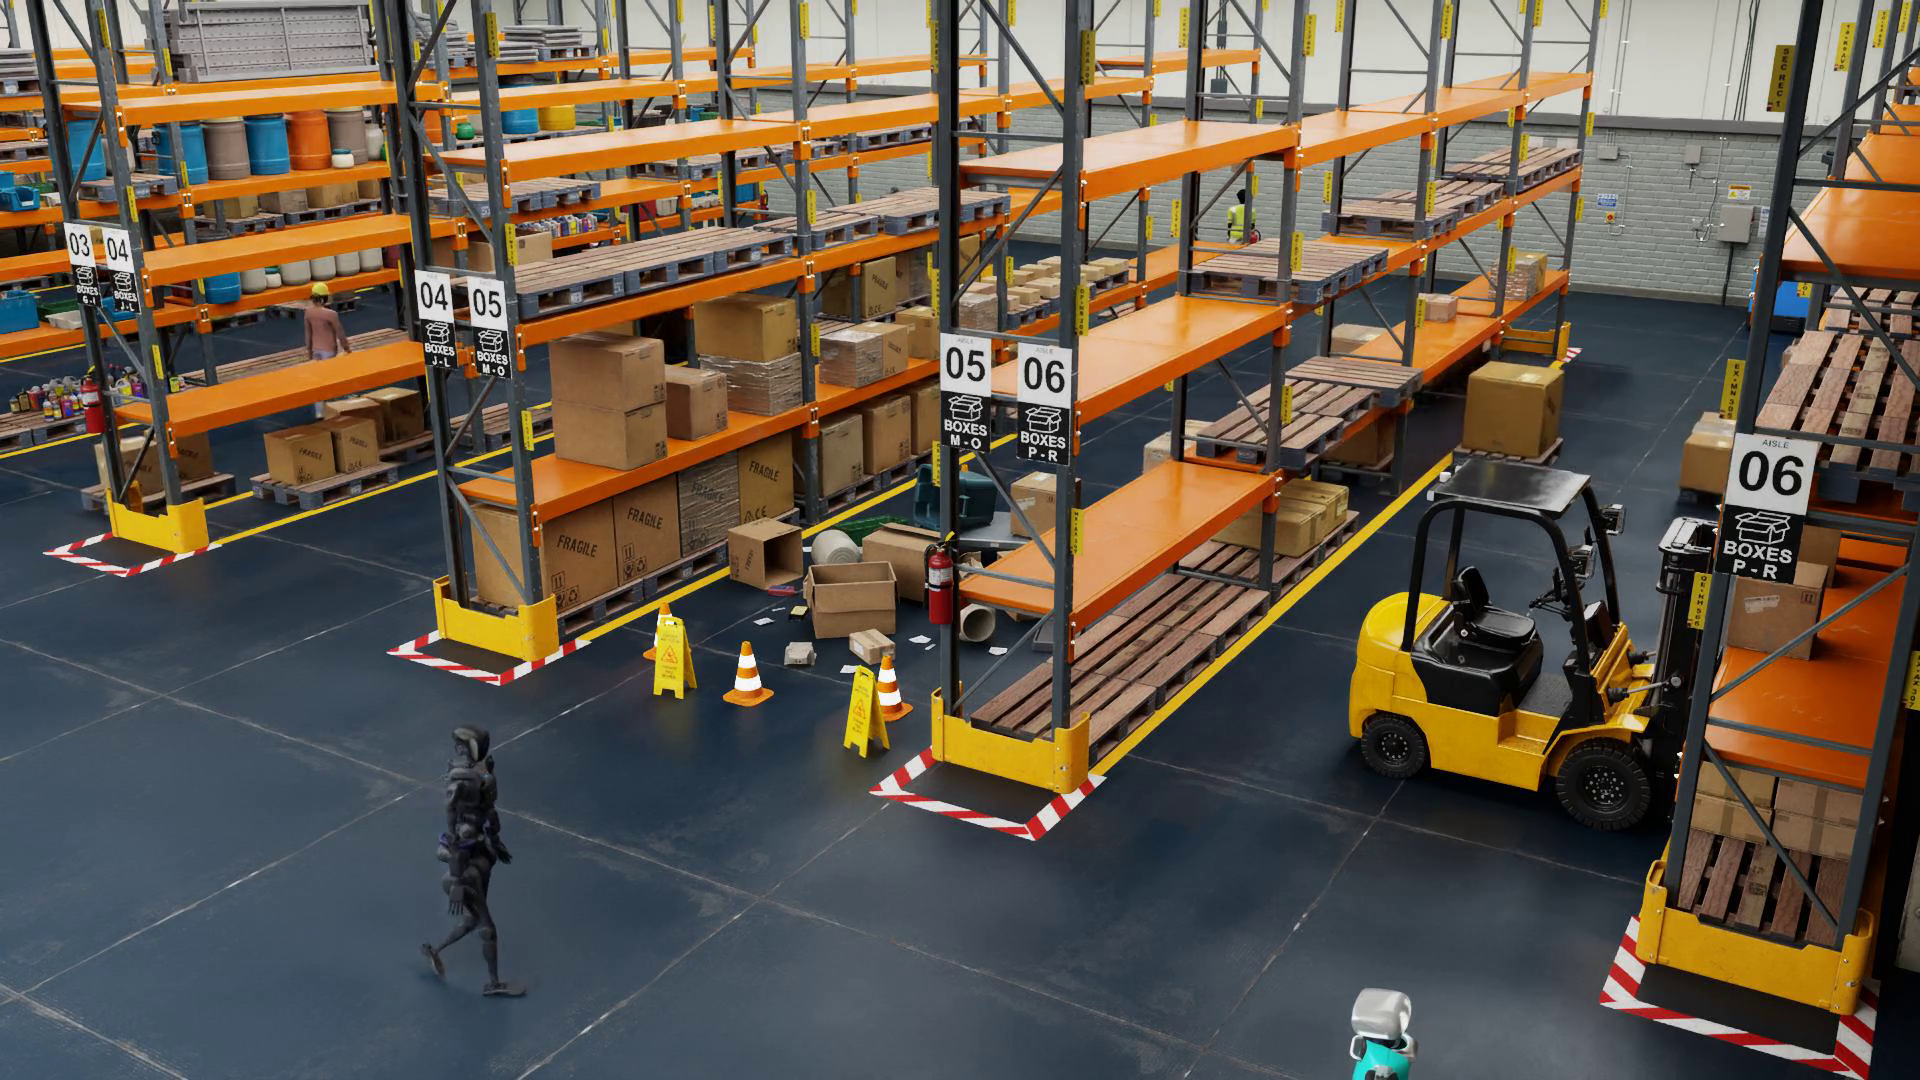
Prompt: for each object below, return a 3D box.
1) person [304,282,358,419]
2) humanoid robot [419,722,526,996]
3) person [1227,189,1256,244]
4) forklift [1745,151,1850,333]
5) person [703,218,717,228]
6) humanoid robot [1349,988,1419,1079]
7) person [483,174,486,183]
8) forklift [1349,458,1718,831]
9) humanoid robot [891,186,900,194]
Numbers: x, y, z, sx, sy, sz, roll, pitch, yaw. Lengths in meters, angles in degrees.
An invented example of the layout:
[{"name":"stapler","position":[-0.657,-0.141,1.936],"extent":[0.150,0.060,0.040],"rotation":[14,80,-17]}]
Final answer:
[{"name":"person","position":[-8.140,-2.471,21.534],"extent":[0.530,1.723,0.899],"rotation":[10,21,26]},{"name":"humanoid robot","position":[-2.812,1.789,9.369],"extent":[0.694,1.643,0.608],"rotation":[3,19,8]},{"name":"person","position":[5.161,-5.594,30.600],"extent":[0.535,1.695,0.321],"rotation":[1,19,2]},{"name":"forklift","position":[13.620,-4.667,26.137],"extent":[1.873,2.768,1.129],"rotation":[11,22,29]},{"name":"person","position":[-5.243,-7.059,34.854],"extent":[0.488,1.688,0.350],"rotation":[-6,20,-17]},{"name":"humanoid robot","position":[1.430,2.554,6.780],"extent":[0.735,1.677,0.533],"rotation":[6,20,18]},{"name":"person","position":[-10.380,-7.724,36.605],"extent":[0.332,1.801,0.514],"rotation":[7,20,20]},{"name":"forklift","position":[3.988,0.658,11.776],"extent":[2.313,2.155,1.214],"rotation":[11,22,29]},{"name":"humanoid robot","position":[-1.275,-5.897,31.549],"extent":[0.588,1.635,0.693],"rotation":[-11,22,-28]}]
